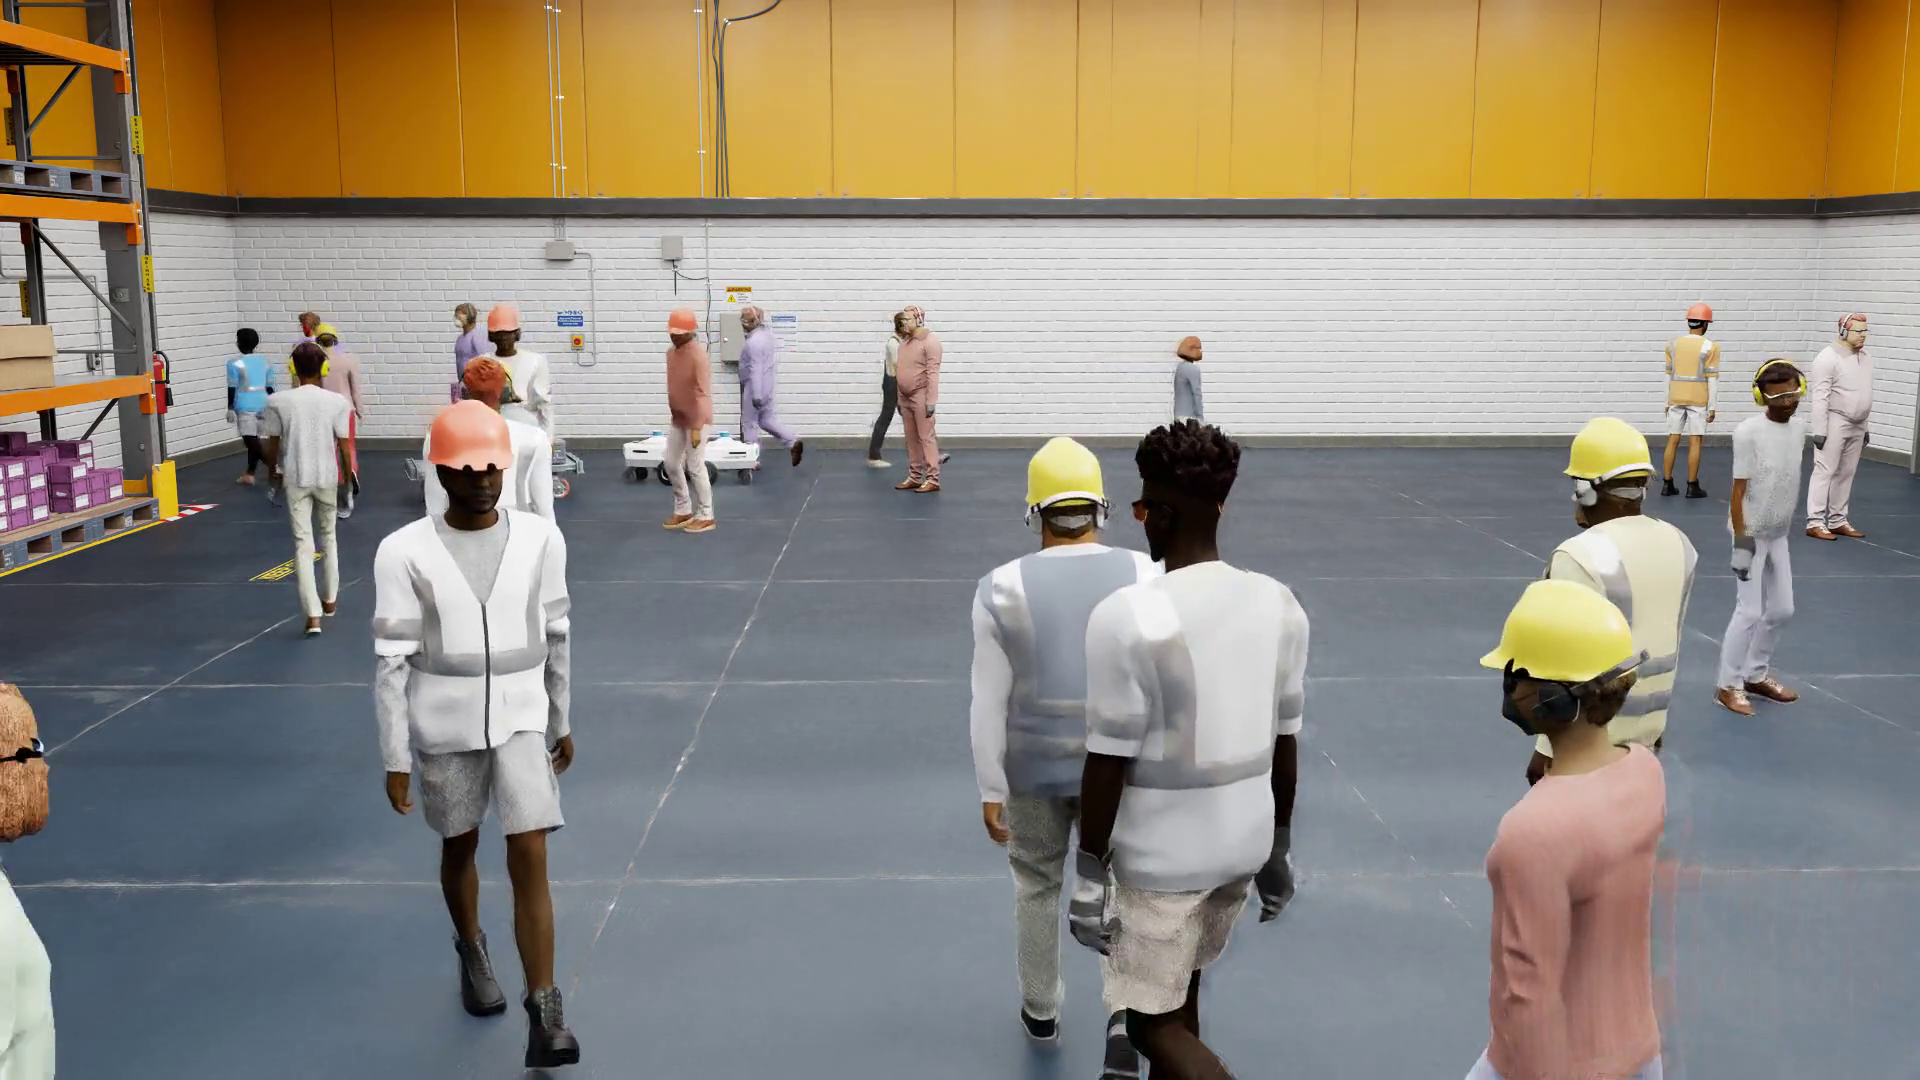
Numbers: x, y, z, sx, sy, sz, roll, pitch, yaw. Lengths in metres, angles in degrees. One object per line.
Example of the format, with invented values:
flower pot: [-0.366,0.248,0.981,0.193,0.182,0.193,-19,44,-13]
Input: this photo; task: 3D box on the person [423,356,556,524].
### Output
person: [-2.135,0.102,7.610,0.570,1.878,0.361,-3,10,-17]

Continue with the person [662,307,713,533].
person: [-2.320,-1.009,14.193,0.544,1.944,0.657,-8,12,-41]

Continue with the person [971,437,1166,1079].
person: [0.324,0.623,4.599,0.596,1.814,0.749,0,9,-3]

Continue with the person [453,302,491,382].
person: [-5.122,-1.563,17.659,0.699,1.926,0.639,-8,12,-39]

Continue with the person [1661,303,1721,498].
person: [7.258,-1.377,16.503,0.385,1.932,0.544,-8,12,-41]

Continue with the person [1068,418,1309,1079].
person: [0.558,0.697,3.755,0.614,1.942,0.835,-7,12,-38]

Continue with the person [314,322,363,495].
person: [-6.175,-1.274,16.430,0.544,1.739,0.638,-4,10,-24]

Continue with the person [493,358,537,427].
person: [-2.804,-0.253,10.236,0.484,1.725,0.516,-6,11,-33]

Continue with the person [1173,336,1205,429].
person: [2.212,-1.230,16.552,0.727,1.608,0.498,-1,9,-9]

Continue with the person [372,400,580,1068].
person: [-1.355,0.555,4.748,0.571,1.889,0.986,-4,10,-24]

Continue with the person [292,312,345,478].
person: [-6.867,-1.553,17.963,0.792,1.819,0.578,6,11,31]

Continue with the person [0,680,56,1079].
person: [-1.561,1.019,2.755,0.503,1.613,0.563,8,12,41]

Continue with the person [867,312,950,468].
person: [-0.625,-1.673,18.753,1.023,1.776,0.511,3,10,20]

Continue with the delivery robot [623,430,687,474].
delivery robot: [-3.197,-0.921,17.614,0.707,0.478,0.477,3,10,17]

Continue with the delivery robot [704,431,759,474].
delivery robot: [-2.467,-0.900,17.486,0.707,0.478,0.477,-2,9,-10]

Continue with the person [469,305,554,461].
person: [-3.449,-0.803,12.791,0.612,2.010,1.000,-3,10,-19]

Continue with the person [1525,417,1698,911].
person: [1.917,0.545,5.009,0.602,1.828,0.404,-6,11,-35]

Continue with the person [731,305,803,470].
person: [-2.192,-1.684,18.558,0.748,1.870,0.672,2,9,11]

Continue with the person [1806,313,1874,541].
person: [7.405,-0.945,13.946,0.640,1.902,0.402,-5,10,-28]

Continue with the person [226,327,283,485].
person: [-7.283,-1.362,17.199,0.785,1.669,0.535,4,10,24]

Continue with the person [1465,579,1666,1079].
person: [1.139,0.926,2.998,0.524,1.726,0.887,-7,12,-39]

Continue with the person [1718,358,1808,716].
person: [4.062,-0.009,8.413,0.567,1.830,0.458,-4,10,-25]

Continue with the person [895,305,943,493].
person: [-0.452,-1.434,16.954,0.403,1.900,0.646,-7,11,-35]

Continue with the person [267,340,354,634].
person: [-4.105,-0.347,10.522,0.512,1.823,0.980,-4,10,-25]
